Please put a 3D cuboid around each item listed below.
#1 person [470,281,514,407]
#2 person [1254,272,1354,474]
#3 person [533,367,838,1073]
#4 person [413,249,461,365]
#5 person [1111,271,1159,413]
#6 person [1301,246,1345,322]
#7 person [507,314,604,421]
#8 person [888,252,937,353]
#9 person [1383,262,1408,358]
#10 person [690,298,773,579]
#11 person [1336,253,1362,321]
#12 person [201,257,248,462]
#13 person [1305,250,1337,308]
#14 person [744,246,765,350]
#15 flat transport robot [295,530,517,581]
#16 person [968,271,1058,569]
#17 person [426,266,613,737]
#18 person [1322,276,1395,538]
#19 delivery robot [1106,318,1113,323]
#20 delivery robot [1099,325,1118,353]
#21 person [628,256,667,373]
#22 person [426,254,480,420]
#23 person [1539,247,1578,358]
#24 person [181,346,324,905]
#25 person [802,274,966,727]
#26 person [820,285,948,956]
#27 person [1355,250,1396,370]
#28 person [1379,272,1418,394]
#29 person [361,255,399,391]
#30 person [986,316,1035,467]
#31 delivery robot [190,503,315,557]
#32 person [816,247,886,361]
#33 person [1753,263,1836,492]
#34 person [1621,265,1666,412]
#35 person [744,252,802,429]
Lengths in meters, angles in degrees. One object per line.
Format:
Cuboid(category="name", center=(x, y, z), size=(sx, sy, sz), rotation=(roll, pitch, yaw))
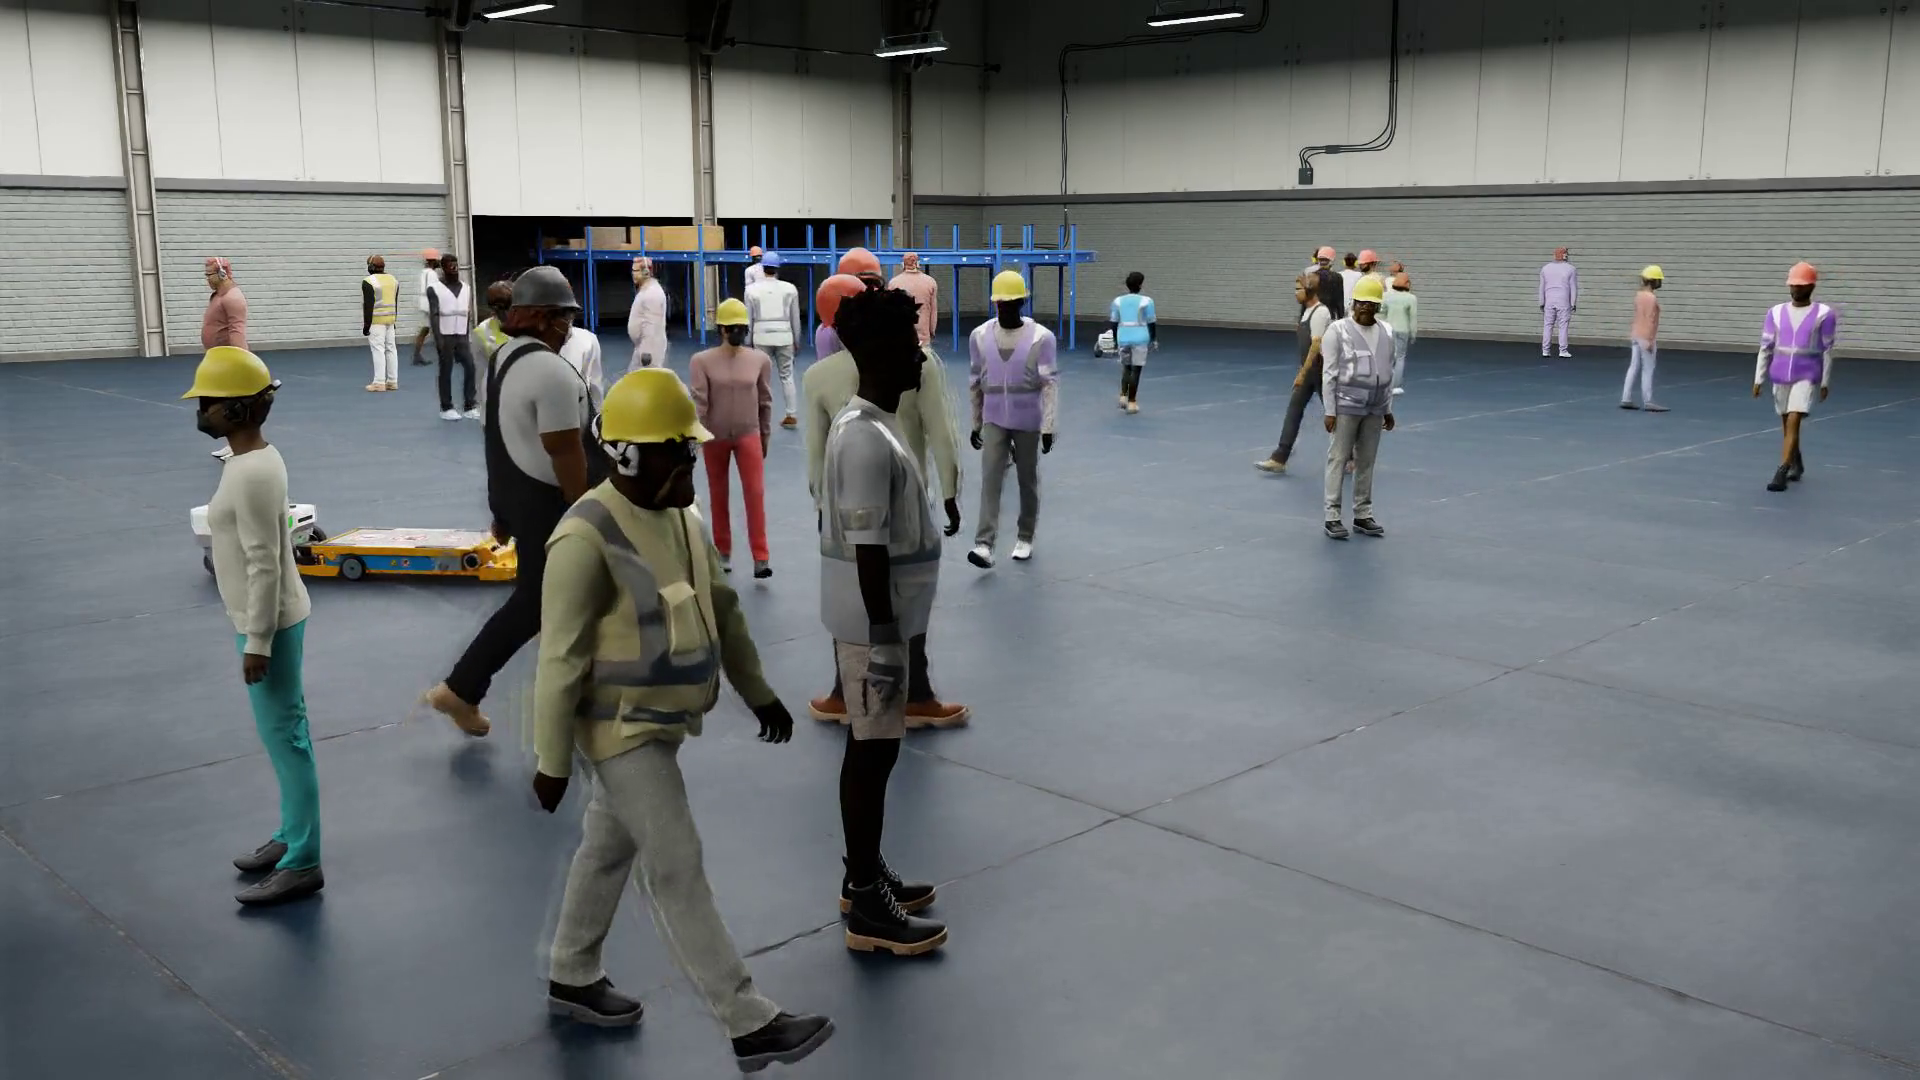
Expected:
Cuboid(category="person", center=(-2.954, -0.885, 11.536), size=(0.781, 1.809, 0.433), rotation=(-6, 12, -30))
Cuboid(category="person", center=(3.154, -1.478, 14.801), size=(0.997, 1.787, 0.502), rotation=(-2, 11, -10))
Cuboid(category="person", center=(-0.737, 0.454, 4.251), size=(0.940, 1.779, 0.601), rotation=(3, 11, 15))
Cuboid(category="person", center=(-8.541, -3.802, 27.179), size=(0.975, 1.882, 0.565), rotation=(-7, 12, -32))
Cuboid(category="person", center=(2.107, -2.376, 19.967), size=(0.539, 1.677, 0.502), rotation=(7, 12, 32))
Cuboid(category="person", center=(4.928, -3.037, 22.776), size=(0.623, 1.968, 0.736), rotation=(10, 14, 42))
Cuboid(category="person", center=(-2.391, -0.611, 9.810), size=(0.584, 1.872, 0.547), rotation=(-5, 12, -26))
Cuboid(category="person", center=(-0.607, -2.637, 20.790), size=(0.642, 1.902, 0.399), rotation=(-3, 11, -18))
Cuboid(category="person", center=(7.535, -3.983, 28.841), size=(0.311, 1.638, 0.523), rotation=(-9, 14, -41))
Cuboid(category="person", center=(-1.397, -0.614, 10.249), size=(0.542, 1.719, 0.902), rotation=(-3, 11, -15))
Cuboid(category="person", center=(6.460, -3.824, 27.510), size=(0.529, 1.812, 1.022), rotation=(9, 13, 39))
Cuboid(category="person", center=(-6.928, -1.705, 15.706), size=(0.407, 1.904, 0.639), rotation=(-7, 12, -32))
Cuboid(category="person", center=(6.609, -4.374, 30.431), size=(0.558, 1.834, 0.756), rotation=(6, 12, 29))
Cuboid(category="person", center=(-3.590, -4.330, 29.962), size=(0.591, 1.919, 0.721), rotation=(-4, 11, -22))
Cuboid(category="flat transport robot", center=(-3.401, 0.080, 10.536), size=(1.431, 0.197, 0.652), rotation=(1, 10, 7))
Cuboid(category="person", center=(0.315, -0.757, 10.589), size=(0.615, 1.874, 0.971), rotation=(3, 11, 17))
Cuboid(category="person", center=(-1.853, -0.175, 7.097), size=(0.975, 2.000, 0.677), rotation=(-6, 12, -32))
Cuboid(category="person", center=(2.821, -0.939, 11.725), size=(0.591, 1.829, 0.404), rotation=(-4, 11, -22))
Cuboid(category="delivery robot", center=(3.295, -4.611, 34.379), size=(0.335, 0.223, 0.698), rotation=(-6, 12, -28))
Cuboid(category="delivery robot", center=(2.713, -3.518, 29.125), size=(0.477, 0.478, 0.707), rotation=(6, 12, 30))
Cuboid(category="person", center=(-3.286, -2.013, 17.431), size=(0.424, 1.892, 0.652), rotation=(-4, 11, -21))
Cuboid(category="person", center=(-5.754, -2.310, 19.014), size=(0.742, 1.889, 0.610), rotation=(8, 13, 36))
Cuboid(category="person", center=(10.402, -4.125, 28.895), size=(0.651, 1.904, 0.401), rotation=(8, 13, 39))
Cuboid(category="person", center=(-2.244, 0.269, 5.308), size=(0.327, 1.769, 0.525), rotation=(-4, 11, -20))
Cuboid(category="person", center=(-0.306, -0.159, 7.171), size=(0.729, 1.952, 0.362), rotation=(2, 11, 10))
Cuboid(category="person", center=(-0.235, 0.228, 4.984), size=(0.368, 1.966, 0.603), rotation=(-1, 10, -5))
Cuboid(category="person", center=(6.115, -3.319, 24.513), size=(0.826, 1.910, 0.571), rotation=(-2, 11, -9))
Cuboid(category="person", center=(5.870, -2.768, 22.257), size=(0.520, 1.620, 0.342), rotation=(7, 12, 32))
Cuboid(category="person", center=(-7.952, -2.969, 22.763), size=(0.429, 1.844, 0.627), rotation=(4, 11, 20))
Cuboid(category="person", center=(0.454, -1.466, 15.134), size=(0.544, 1.623, 0.406), rotation=(2, 11, 13))
Cuboid(category="delivery robot", center=(-4.485, -0.112, 10.554), size=(0.707, 0.478, 0.477), rotation=(1, 11, 7))
Cuboid(category="person", center=(-0.538, -0.597, 9.283), size=(0.613, 2.040, 0.394), rotation=(-6, 12, -31))
Cuboid(category="person", center=(7.092, -1.403, 14.130), size=(0.557, 1.896, 1.014), rotation=(9, 14, 42))
Cuboid(category="person", center=(8.345, -2.456, 20.206), size=(0.365, 1.772, 0.525), rotation=(0, 10, 1))
Cuboid(category="person", center=(-2.040, -2.174, 18.211), size=(0.627, 1.933, 0.471), rotation=(-1, 10, -7))
